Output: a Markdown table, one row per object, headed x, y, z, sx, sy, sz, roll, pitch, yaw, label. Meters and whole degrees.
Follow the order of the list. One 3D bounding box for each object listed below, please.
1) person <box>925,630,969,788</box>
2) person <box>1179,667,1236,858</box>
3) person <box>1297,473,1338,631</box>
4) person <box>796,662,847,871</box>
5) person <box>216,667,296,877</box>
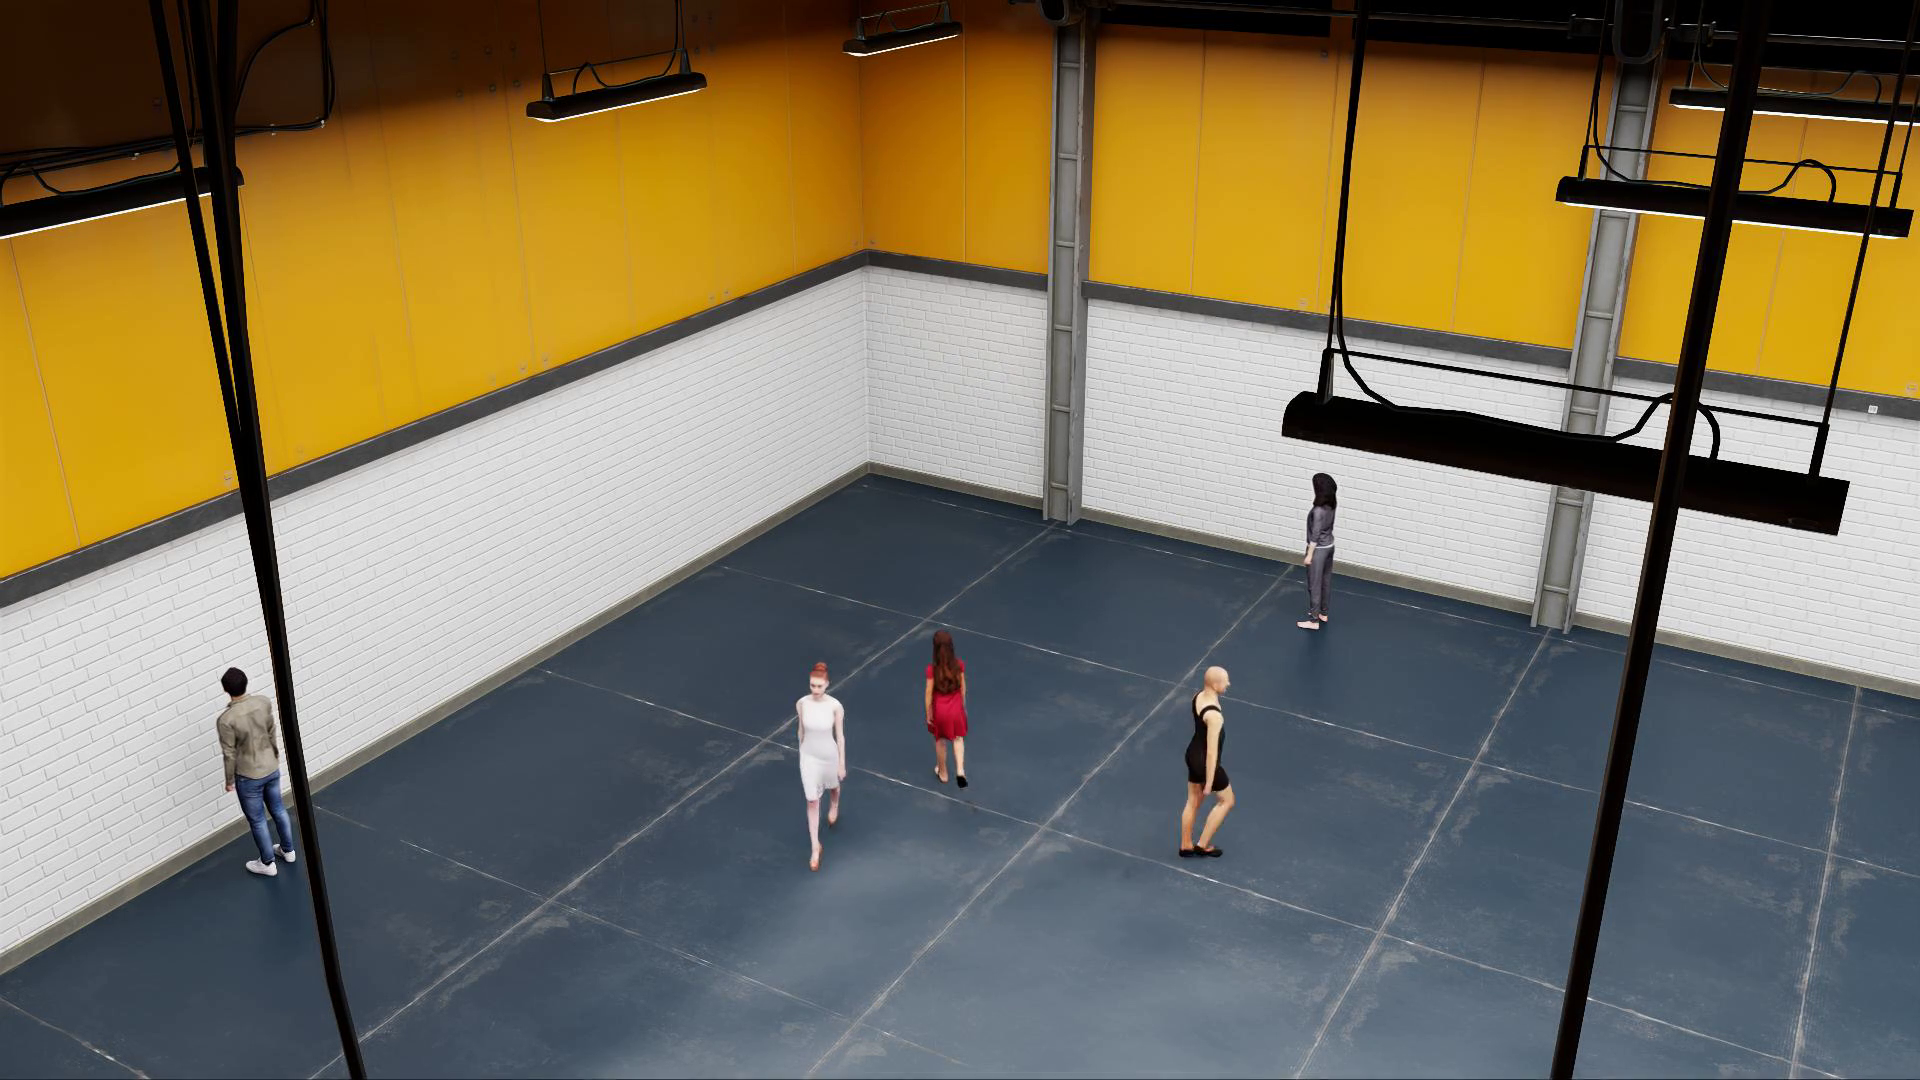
| x | y | z | sx | sy | sz | roll | pitch | yaw | label |
| --- | --- | --- | --- | --- | --- | --- | --- | --- | --- |
| -0.095 | 1.542 | 14.867 | 0.829 | 1.543 | 0.893 | -7 | 24 | -15 | person |
| 1.943 | 1.870 | 13.796 | 0.853 | 1.800 | 0.787 | -7 | 25 | -16 | person |
| 3.876 | 0.115 | 17.860 | 0.574 | 1.760 | 0.637 | 19 | 30 | 37 | person |
| -1.127 | 1.819 | 13.976 | 1.109 | 1.748 | 0.918 | 4 | 24 | 9 | person |
| -5.783 | 1.894 | 13.656 | 0.571 | 1.867 | 0.710 | 11 | 26 | 24 | person |
